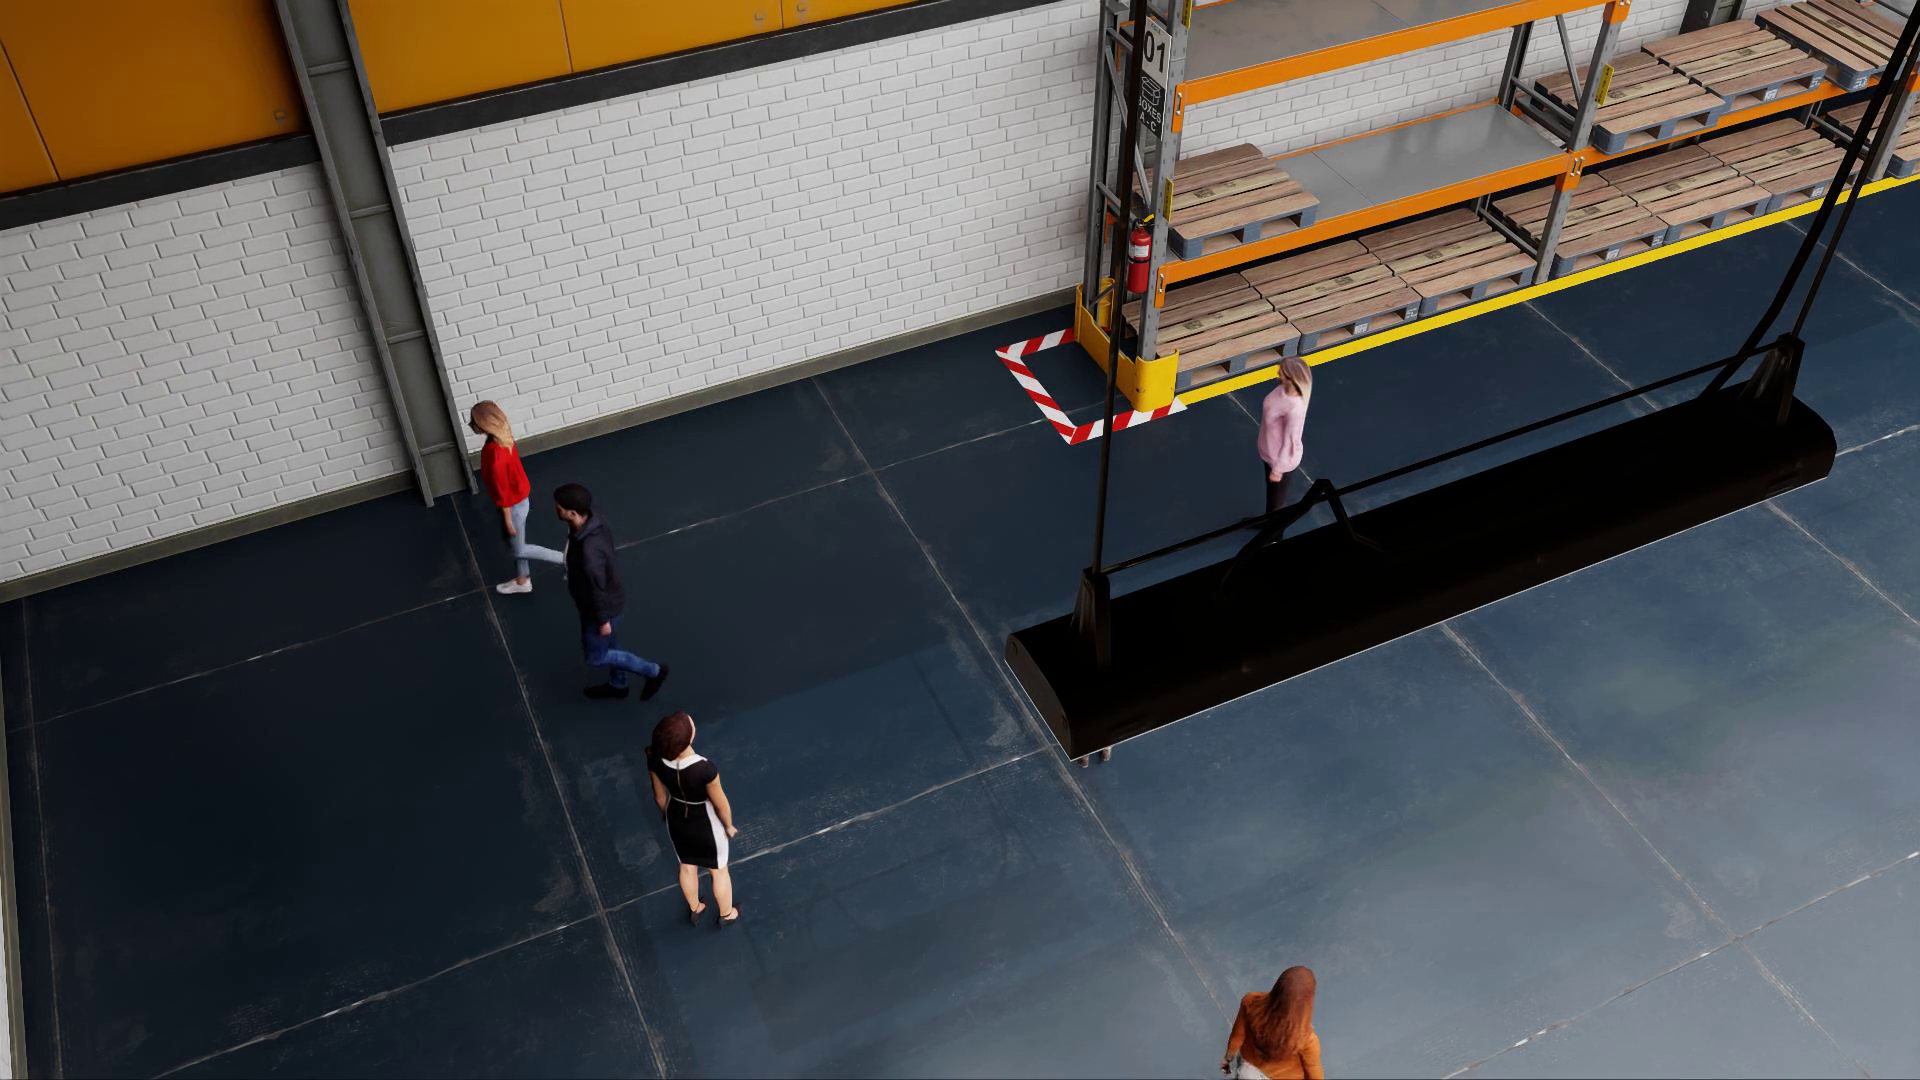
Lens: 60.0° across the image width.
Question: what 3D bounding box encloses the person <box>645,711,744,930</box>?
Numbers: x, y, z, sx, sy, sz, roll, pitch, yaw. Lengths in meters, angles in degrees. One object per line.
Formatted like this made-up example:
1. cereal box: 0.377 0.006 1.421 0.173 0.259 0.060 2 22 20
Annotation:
1. person: -1.469 1.589 9.271 0.629 1.795 0.704 11 45 12

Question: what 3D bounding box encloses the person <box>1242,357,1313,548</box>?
1. person: 2.262 -0.611 11.660 0.688 1.686 0.681 2 44 2

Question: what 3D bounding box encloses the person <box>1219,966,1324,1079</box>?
1. person: 1.465 2.709 8.185 1.208 1.672 0.885 -33 53 -30

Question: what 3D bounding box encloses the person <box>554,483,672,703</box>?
1. person: -2.181 0.377 10.486 0.919 1.874 0.809 -6 44 -7

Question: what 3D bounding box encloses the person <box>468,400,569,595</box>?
1. person: -2.968 -0.254 11.283 0.966 1.688 0.772 -6 44 -6
